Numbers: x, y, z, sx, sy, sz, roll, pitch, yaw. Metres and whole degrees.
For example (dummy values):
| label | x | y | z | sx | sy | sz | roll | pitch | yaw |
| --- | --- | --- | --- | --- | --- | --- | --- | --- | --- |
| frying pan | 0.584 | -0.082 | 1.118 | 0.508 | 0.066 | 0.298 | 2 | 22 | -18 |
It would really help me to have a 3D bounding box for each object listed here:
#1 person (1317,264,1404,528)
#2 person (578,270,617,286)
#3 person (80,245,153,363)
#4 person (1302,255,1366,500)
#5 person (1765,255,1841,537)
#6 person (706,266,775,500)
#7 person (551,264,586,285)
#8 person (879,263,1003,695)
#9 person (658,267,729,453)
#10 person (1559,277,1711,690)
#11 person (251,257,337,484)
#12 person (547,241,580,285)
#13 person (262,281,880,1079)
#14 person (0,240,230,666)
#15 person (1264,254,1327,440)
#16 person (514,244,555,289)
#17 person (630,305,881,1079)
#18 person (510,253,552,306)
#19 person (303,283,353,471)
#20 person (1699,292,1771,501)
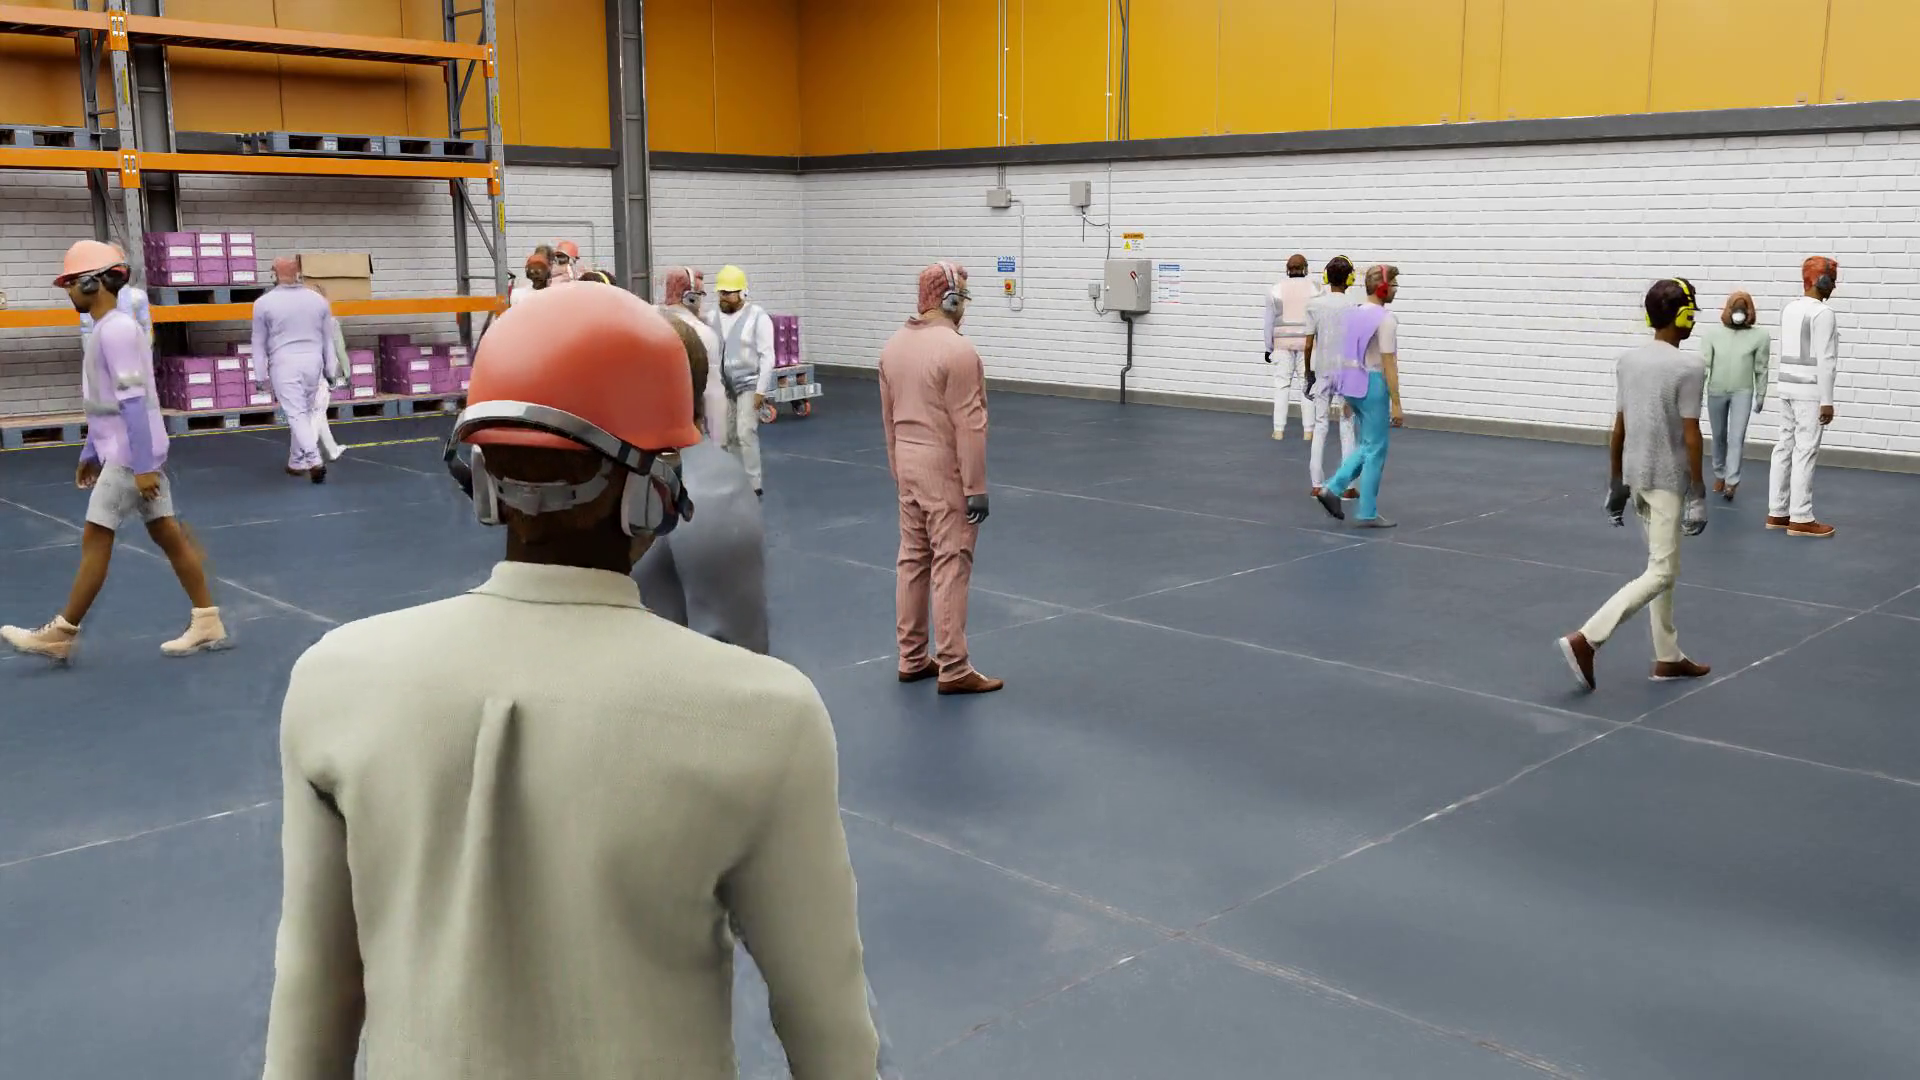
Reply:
| label | x | y | z | sx | sy | sz | roll | pitch | yaw |
| --- | --- | --- | --- | --- | --- | --- | --- | --- | --- |
| person | 2.810 | -0.976 | 11.448 | 0.447 | 1.826 | 0.570 | -2 | 11 | -9 |
| person | -1.839 | -0.414 | 8.317 | 0.522 | 1.855 | 0.611 | 7 | 12 | 33 |
| person | -7.091 | -1.502 | 14.017 | 0.543 | 1.938 | 0.357 | -7 | 13 | -34 |
| person | 2.884 | -1.238 | 12.756 | 0.518 | 1.874 | 0.326 | 5 | 11 | 24 |
| person | 5.734 | -0.971 | 11.263 | 0.356 | 1.886 | 0.574 | -1 | 10 | -3 |
| person | -1.663 | -1.172 | 12.626 | 0.614 | 1.805 | 0.515 | 6 | 12 | 30 |
| person | -2.130 | -0.763 | 10.234 | 0.687 | 1.854 | 0.660 | -2 | 11 | -8 |
| person | -0.073 | -0.269 | 7.396 | 0.406 | 1.903 | 0.639 | -8 | 13 | -36 |
| person | -1.633 | -0.637 | 9.567 | 0.662 | 1.842 | 1.002 | 8 | 13 | 37 |
| person | 3.060 | -0.240 | 7.386 | 0.832 | 1.844 | 0.522 | -3 | 11 | -16 |
| person | -5.461 | -1.398 | 13.698 | 0.993 | 1.856 | 0.648 | 10 | 14 | 43 |
| person | -4.278 | -2.264 | 18.128 | 0.668 | 1.979 | 0.443 | 5 | 12 | 26 |
| person | -0.396 | 0.691 | 1.961 | 0.660 | 1.962 | 0.821 | 2 | 11 | 12 |
| person | -4.034 | -0.399 | 7.864 | 1.022 | 1.995 | 0.627 | -4 | 11 | -23 |
| person | 3.321 | -1.902 | 16.481 | 0.622 | 1.838 | 0.429 | 2 | 11 | 12 |
| person | -4.718 | -2.355 | 18.722 | 0.703 | 1.921 | 0.473 | 2 | 11 | 11 |
| person | -0.611 | 0.461 | 3.471 | 1.038 | 1.883 | 0.654 | -3 | 11 | -15 |
| person | -3.798 | -1.695 | 15.277 | 0.617 | 1.862 | 0.566 | 1 | 10 | 3 |
| person | -5.548 | -1.424 | 14.491 | 0.547 | 1.593 | 0.833 | 3 | 11 | 15 |
| person | 5.969 | -1.119 | 12.893 | 0.502 | 1.585 | 0.869 | 7 | 12 | 32 |
